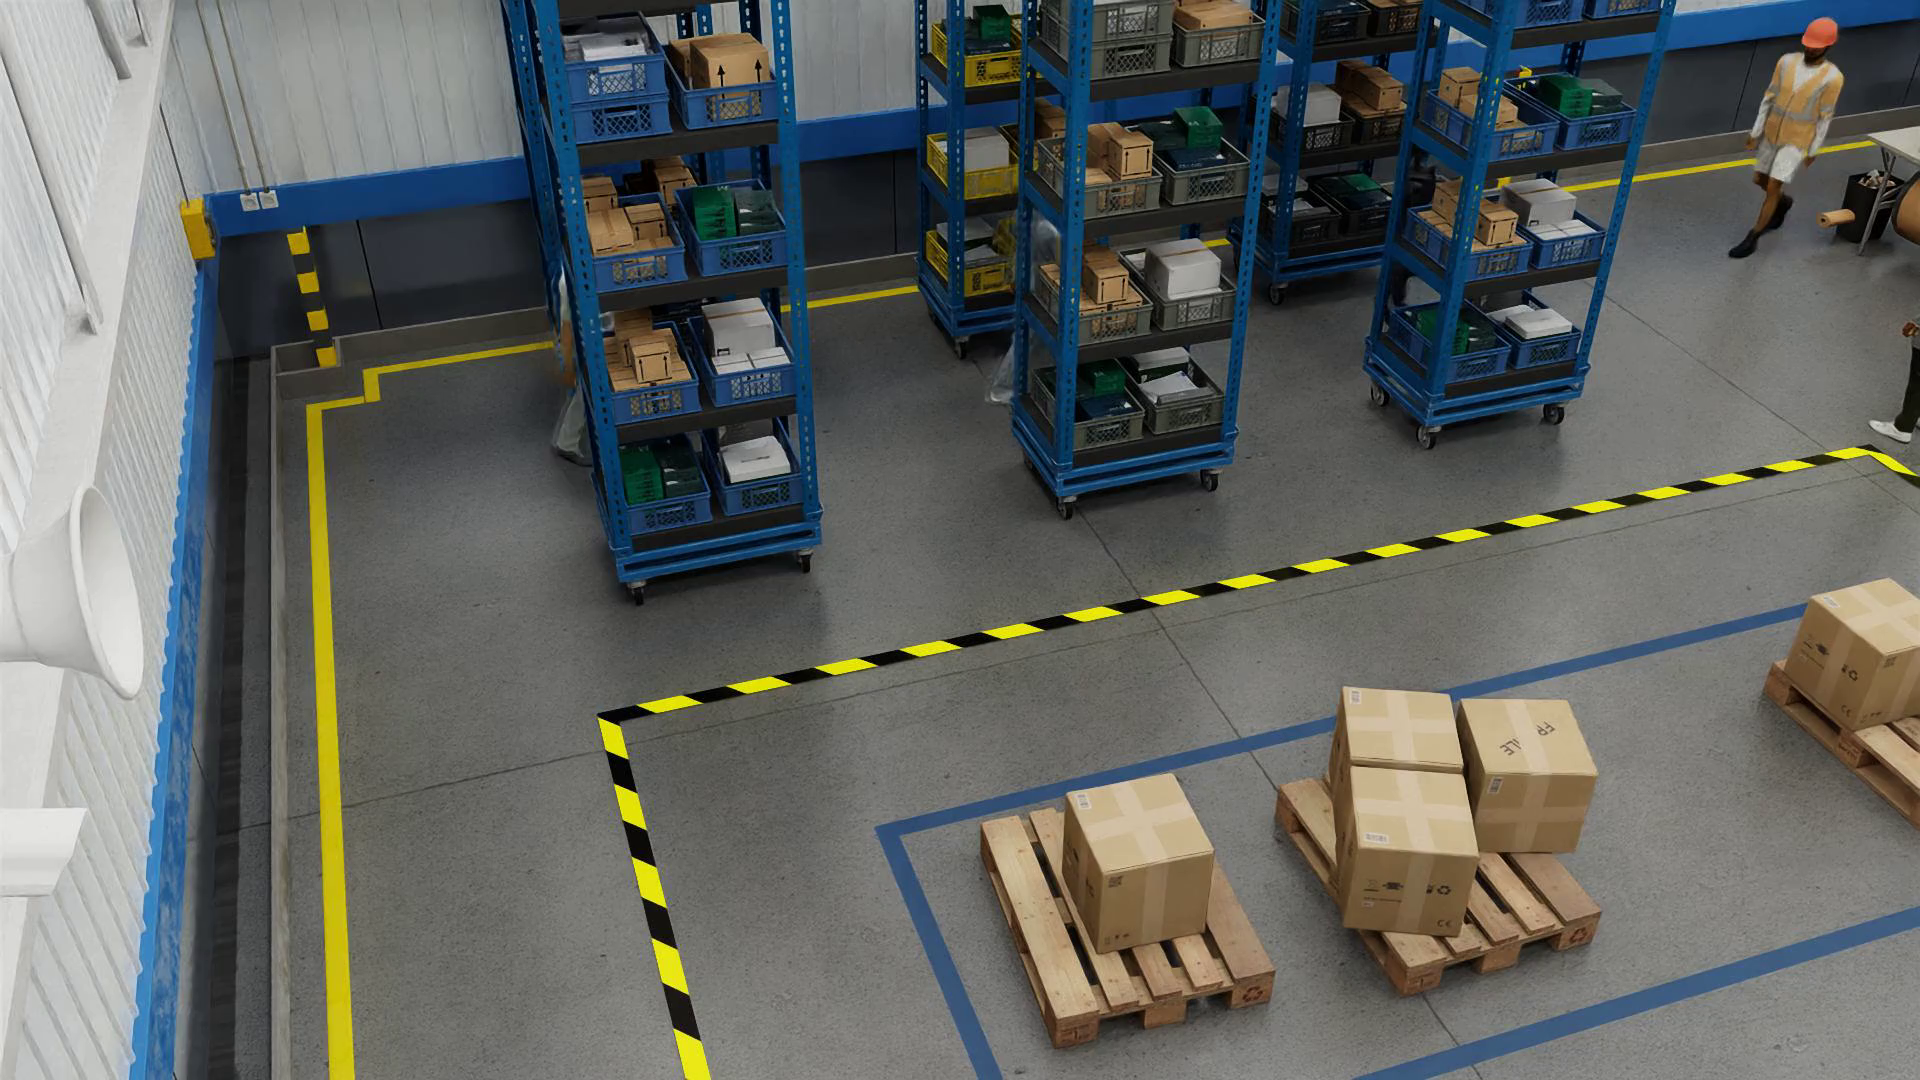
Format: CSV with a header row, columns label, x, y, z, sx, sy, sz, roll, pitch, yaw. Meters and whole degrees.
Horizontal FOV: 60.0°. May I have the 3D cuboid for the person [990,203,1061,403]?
label,x,y,z,sx,sy,sz,roll,pitch,yaw
person,0.598,-1.731,11.267,0.916,1.687,0.502,-13,37,-18

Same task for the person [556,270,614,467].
label,x,y,z,sx,sy,sz,roll,pitch,yaw
person,-2.257,-1.206,10.443,0.950,1.782,0.577,6,36,9

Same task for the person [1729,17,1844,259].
label,x,y,z,sx,sy,sz,roll,pitch,yaw
person,6.603,-3.221,13.194,0.824,1.914,0.545,-21,40,-27

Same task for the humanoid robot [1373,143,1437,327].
label,x,y,z,sx,sy,sz,roll,pitch,yaw
humanoid robot,3.173,-2.109,11.821,0.355,1.640,0.608,6,36,9

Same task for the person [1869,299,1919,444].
label,x,y,z,sx,sy,sz,roll,pitch,yaw
person,6.397,-1.492,10.801,0.588,1.848,0.405,-11,37,-15
